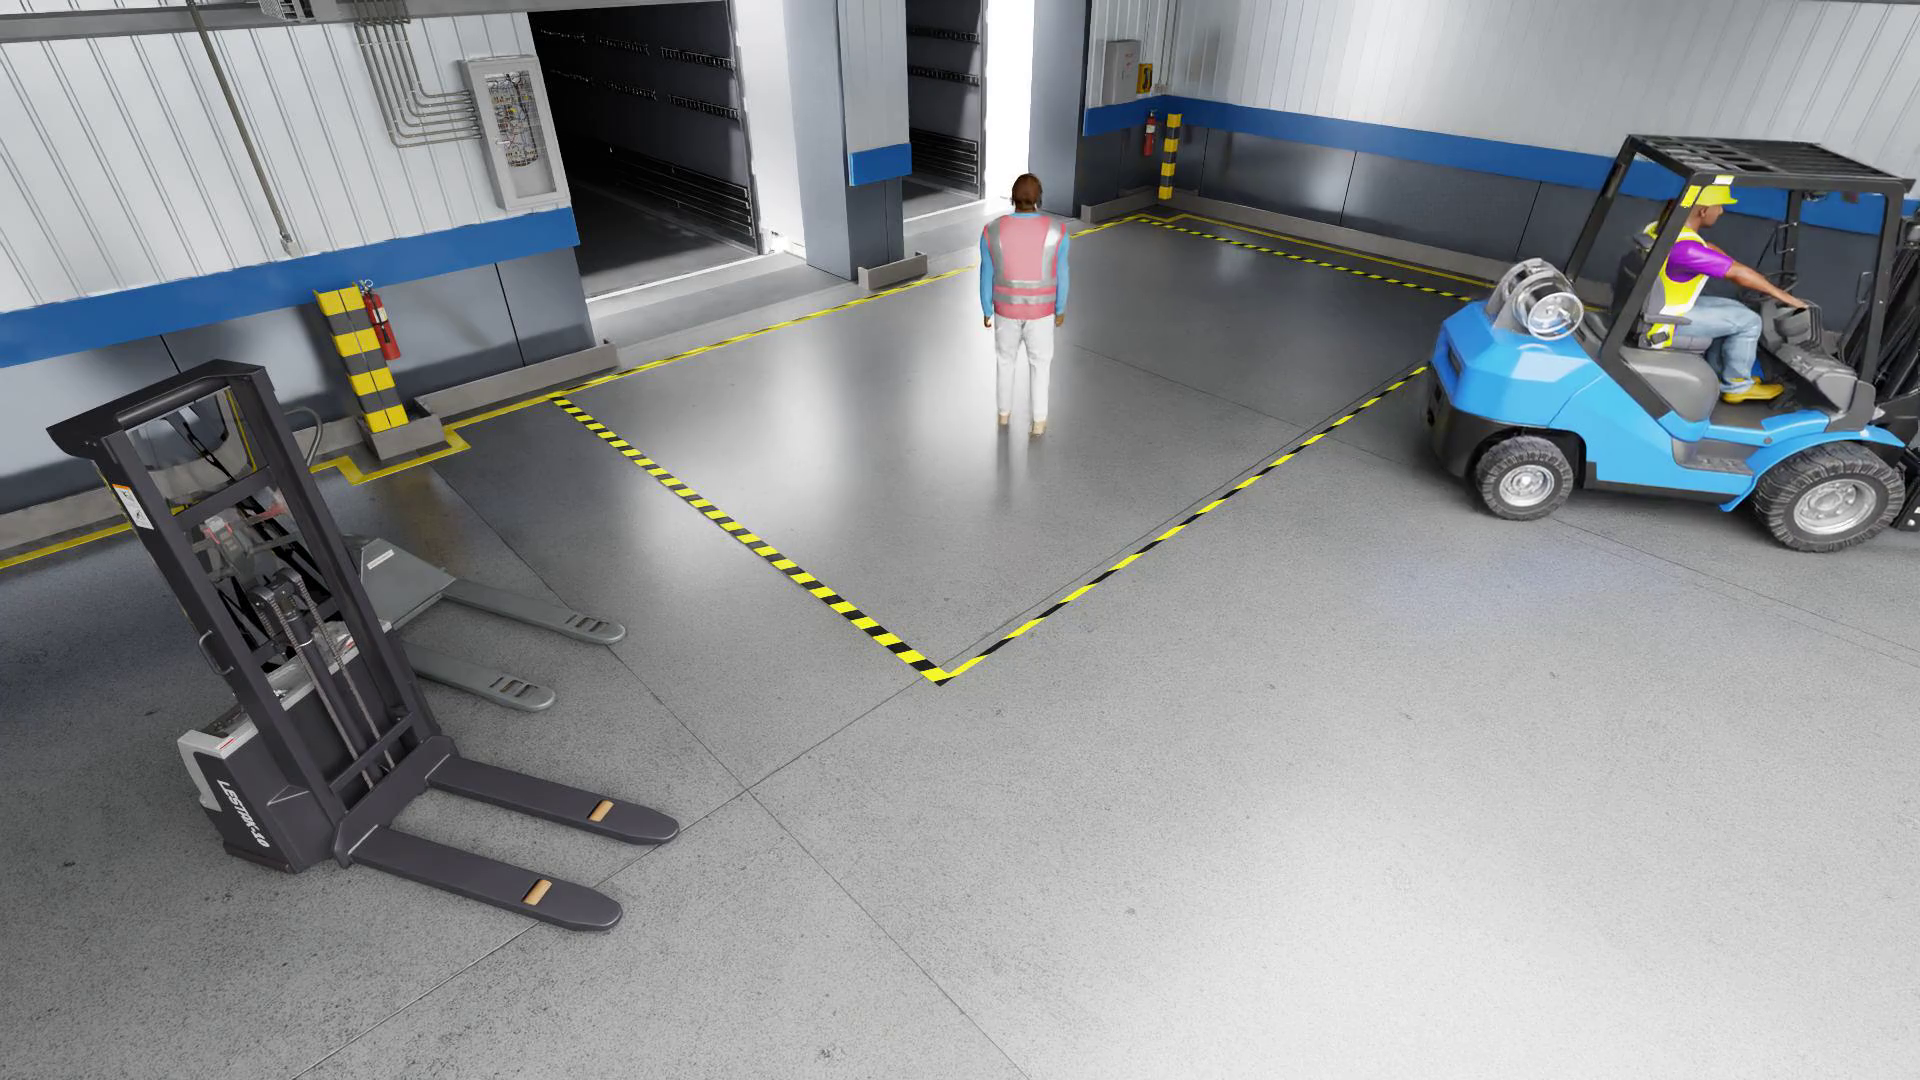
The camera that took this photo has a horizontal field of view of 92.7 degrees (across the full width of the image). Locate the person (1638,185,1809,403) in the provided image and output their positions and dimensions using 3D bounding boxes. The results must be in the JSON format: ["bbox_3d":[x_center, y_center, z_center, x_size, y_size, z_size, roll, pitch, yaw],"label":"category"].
[{"bbox_3d":[4.602,-1.477,5.497,1.004,1.294,0.635,8,35,11],"label":"person"}]

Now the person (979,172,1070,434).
[{"bbox_3d":[0.452,-1.646,6.551,0.628,1.849,0.433,4,34,6],"label":"person"}]

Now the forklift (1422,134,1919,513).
[{"bbox_3d":[4.546,-1.334,5.620,2.680,2.036,1.157,8,35,11],"label":"forklift"}]

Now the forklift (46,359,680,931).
[{"bbox_3d":[-2.135,0.422,3.354,1.885,1.965,0.823,10,35,14],"label":"forklift"}]

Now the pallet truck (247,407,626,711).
[{"bbox_3d":[-2.628,0.038,4.590,1.601,1.201,0.680,12,36,18],"label":"pallet truck"}]
